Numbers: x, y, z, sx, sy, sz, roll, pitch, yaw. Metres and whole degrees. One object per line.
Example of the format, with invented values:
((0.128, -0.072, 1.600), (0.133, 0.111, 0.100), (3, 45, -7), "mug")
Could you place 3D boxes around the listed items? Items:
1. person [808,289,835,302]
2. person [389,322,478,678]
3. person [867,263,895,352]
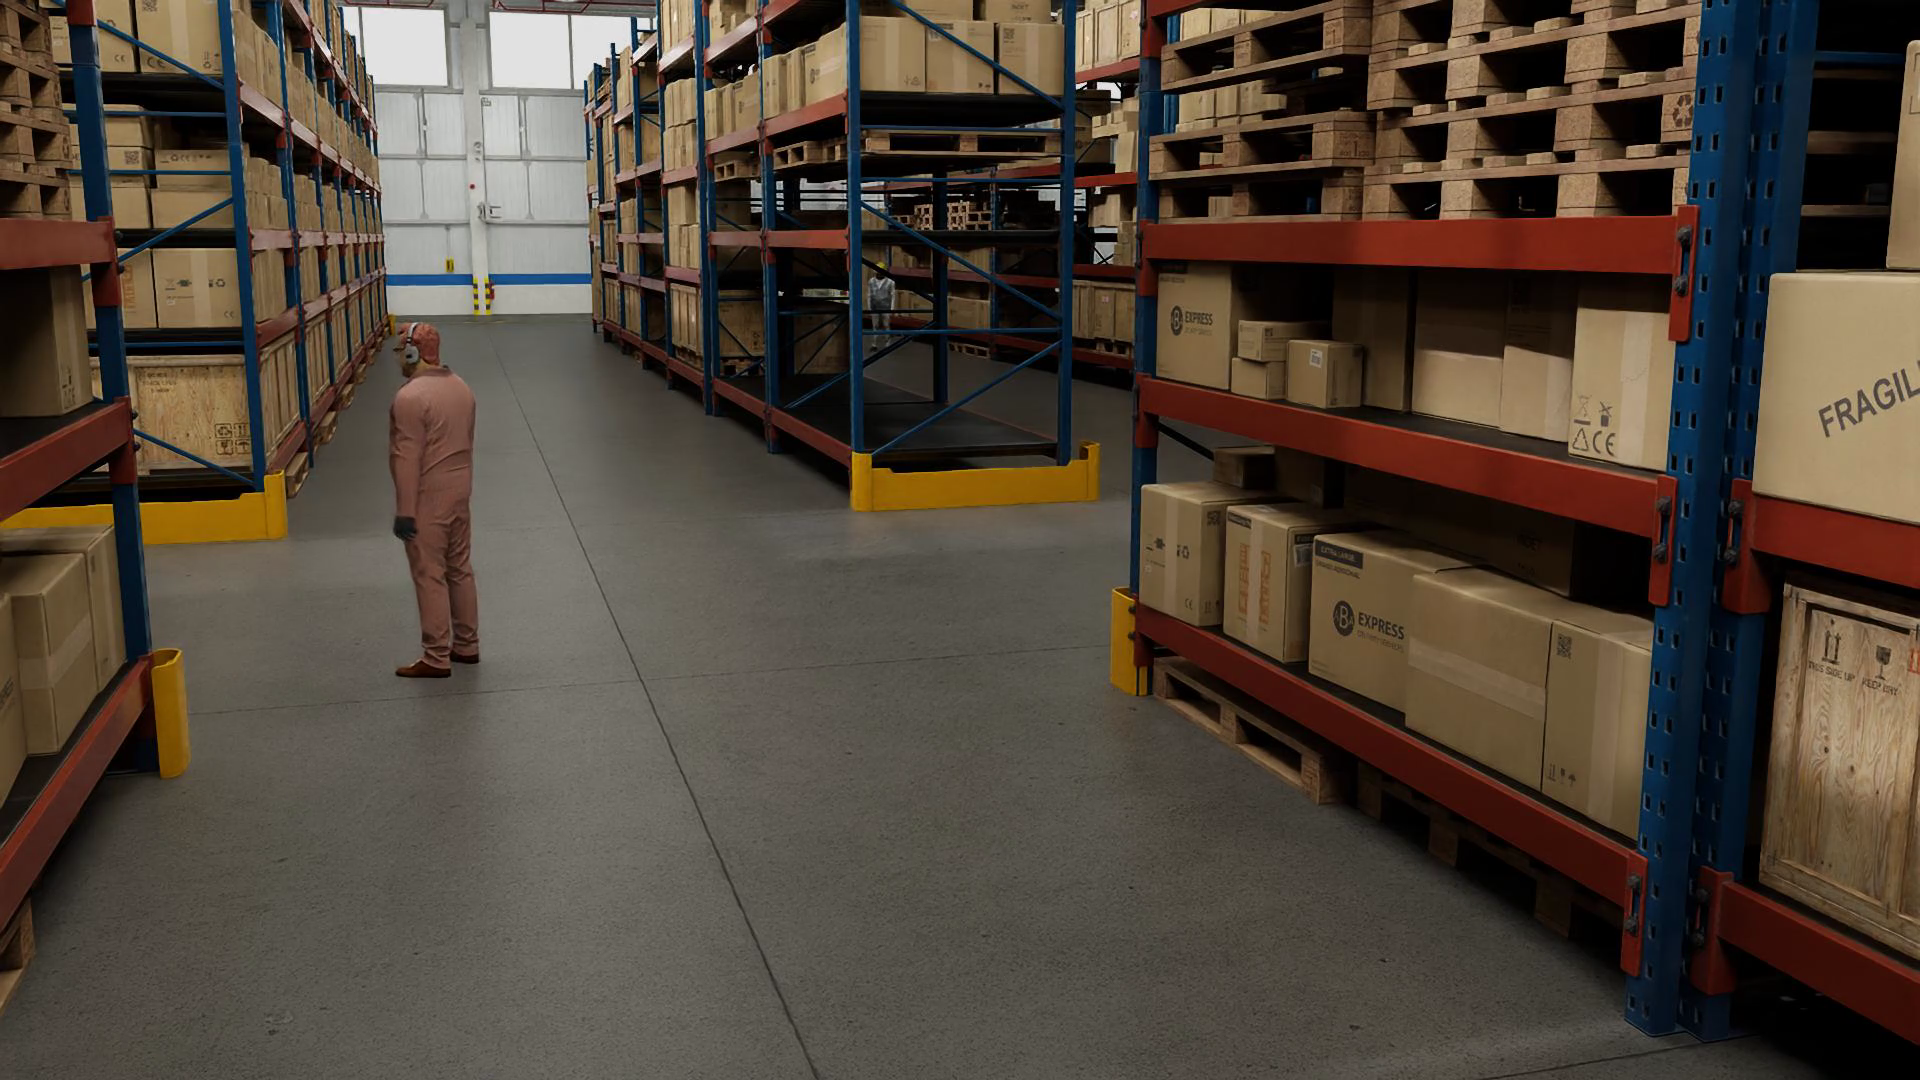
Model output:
((-3.204, -5.624, 38.361), (0.645, 1.982, 0.469), (-4, 11, -21), "person")
((-2.851, -0.214, 8.951), (0.399, 1.900, 0.645), (2, 11, 13), "person")
((-1.620, -4.761, 34.077), (0.588, 1.822, 0.403), (2, 11, 11), "person")
